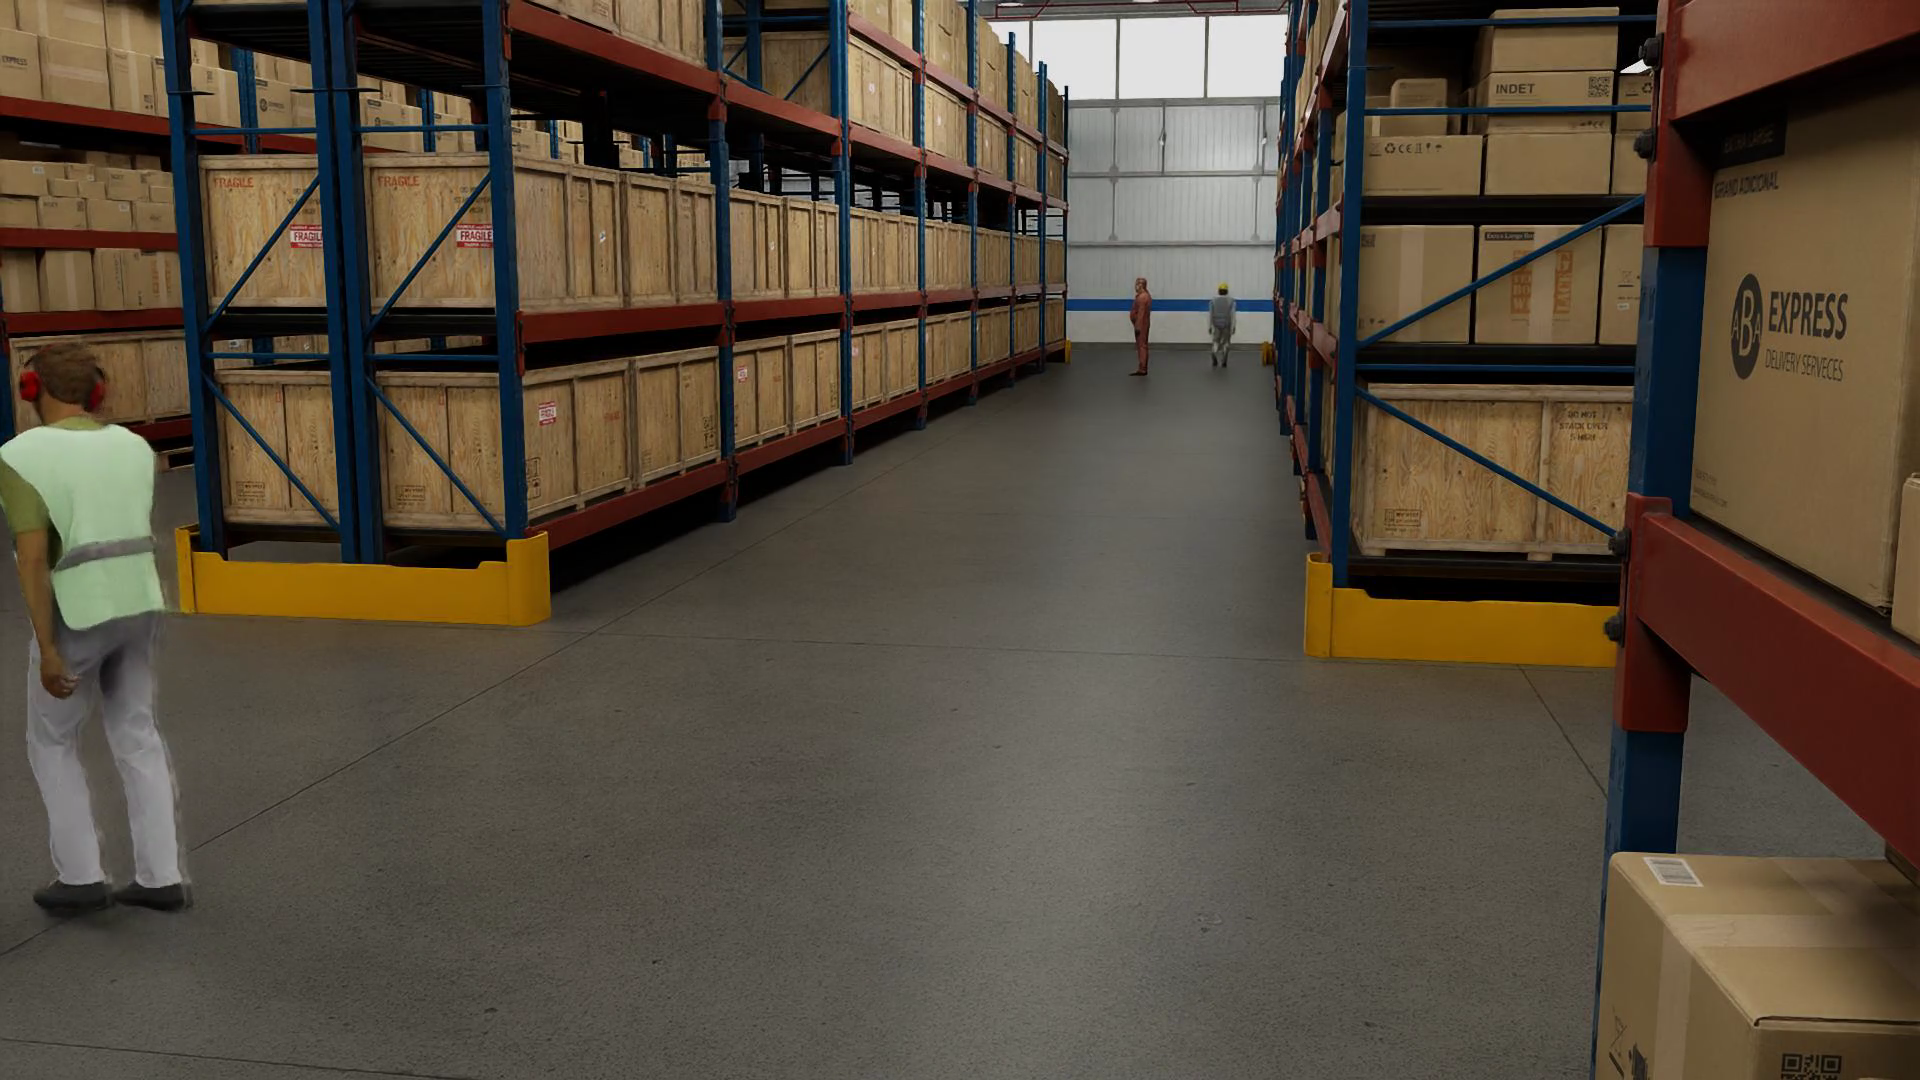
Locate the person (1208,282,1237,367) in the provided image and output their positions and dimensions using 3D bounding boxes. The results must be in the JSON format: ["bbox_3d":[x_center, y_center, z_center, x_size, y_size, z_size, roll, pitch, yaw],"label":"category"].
[{"bbox_3d":[5.601,-4.580,35.419,0.594,1.819,0.422,3,10,20],"label":"person"}]

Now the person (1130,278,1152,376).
[{"bbox_3d":[3.533,-4.172,32.582,0.410,1.909,0.642,3,9,15],"label":"person"}]

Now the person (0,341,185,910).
[{"bbox_3d":[-2.707,0.282,5.252,0.578,1.803,0.579,4,10,25],"label":"person"}]
